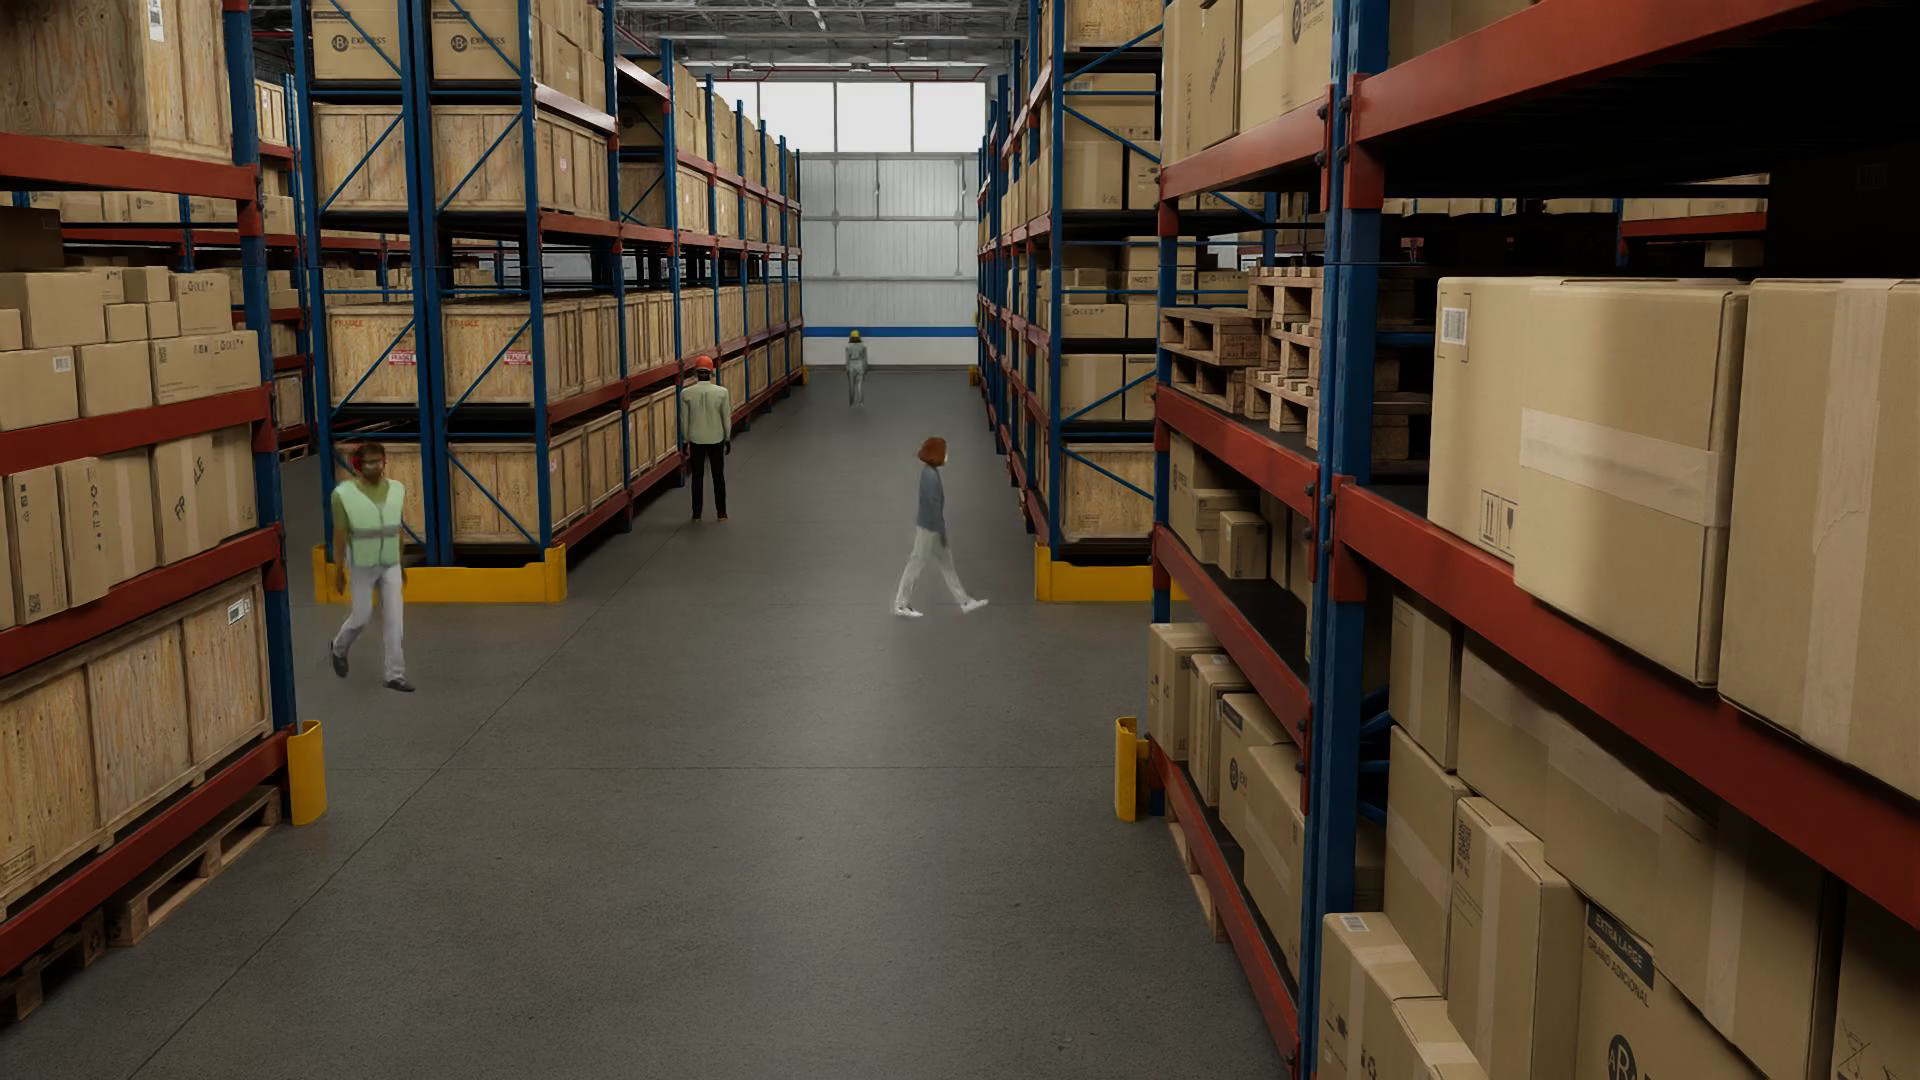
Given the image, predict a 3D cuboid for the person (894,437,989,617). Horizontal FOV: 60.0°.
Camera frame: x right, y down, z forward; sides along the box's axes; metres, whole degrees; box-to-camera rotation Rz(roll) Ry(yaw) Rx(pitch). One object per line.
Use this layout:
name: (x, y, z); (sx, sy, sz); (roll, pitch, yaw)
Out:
person: (-0.181, -0.102, 14.417); (0.860, 1.581, 0.519); (0, 9, 0)

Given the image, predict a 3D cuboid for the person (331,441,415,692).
person: (-4.269, 0.180, 12.001); (0.720, 1.825, 0.569); (7, 12, 39)

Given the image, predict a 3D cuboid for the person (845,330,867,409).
person: (-2.262, -3.722, 36.289); (0.487, 1.699, 0.898); (-1, 9, -6)

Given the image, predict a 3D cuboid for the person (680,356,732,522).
person: (-3.043, -1.206, 19.956); (0.612, 1.995, 0.376); (-1, 9, -9)
